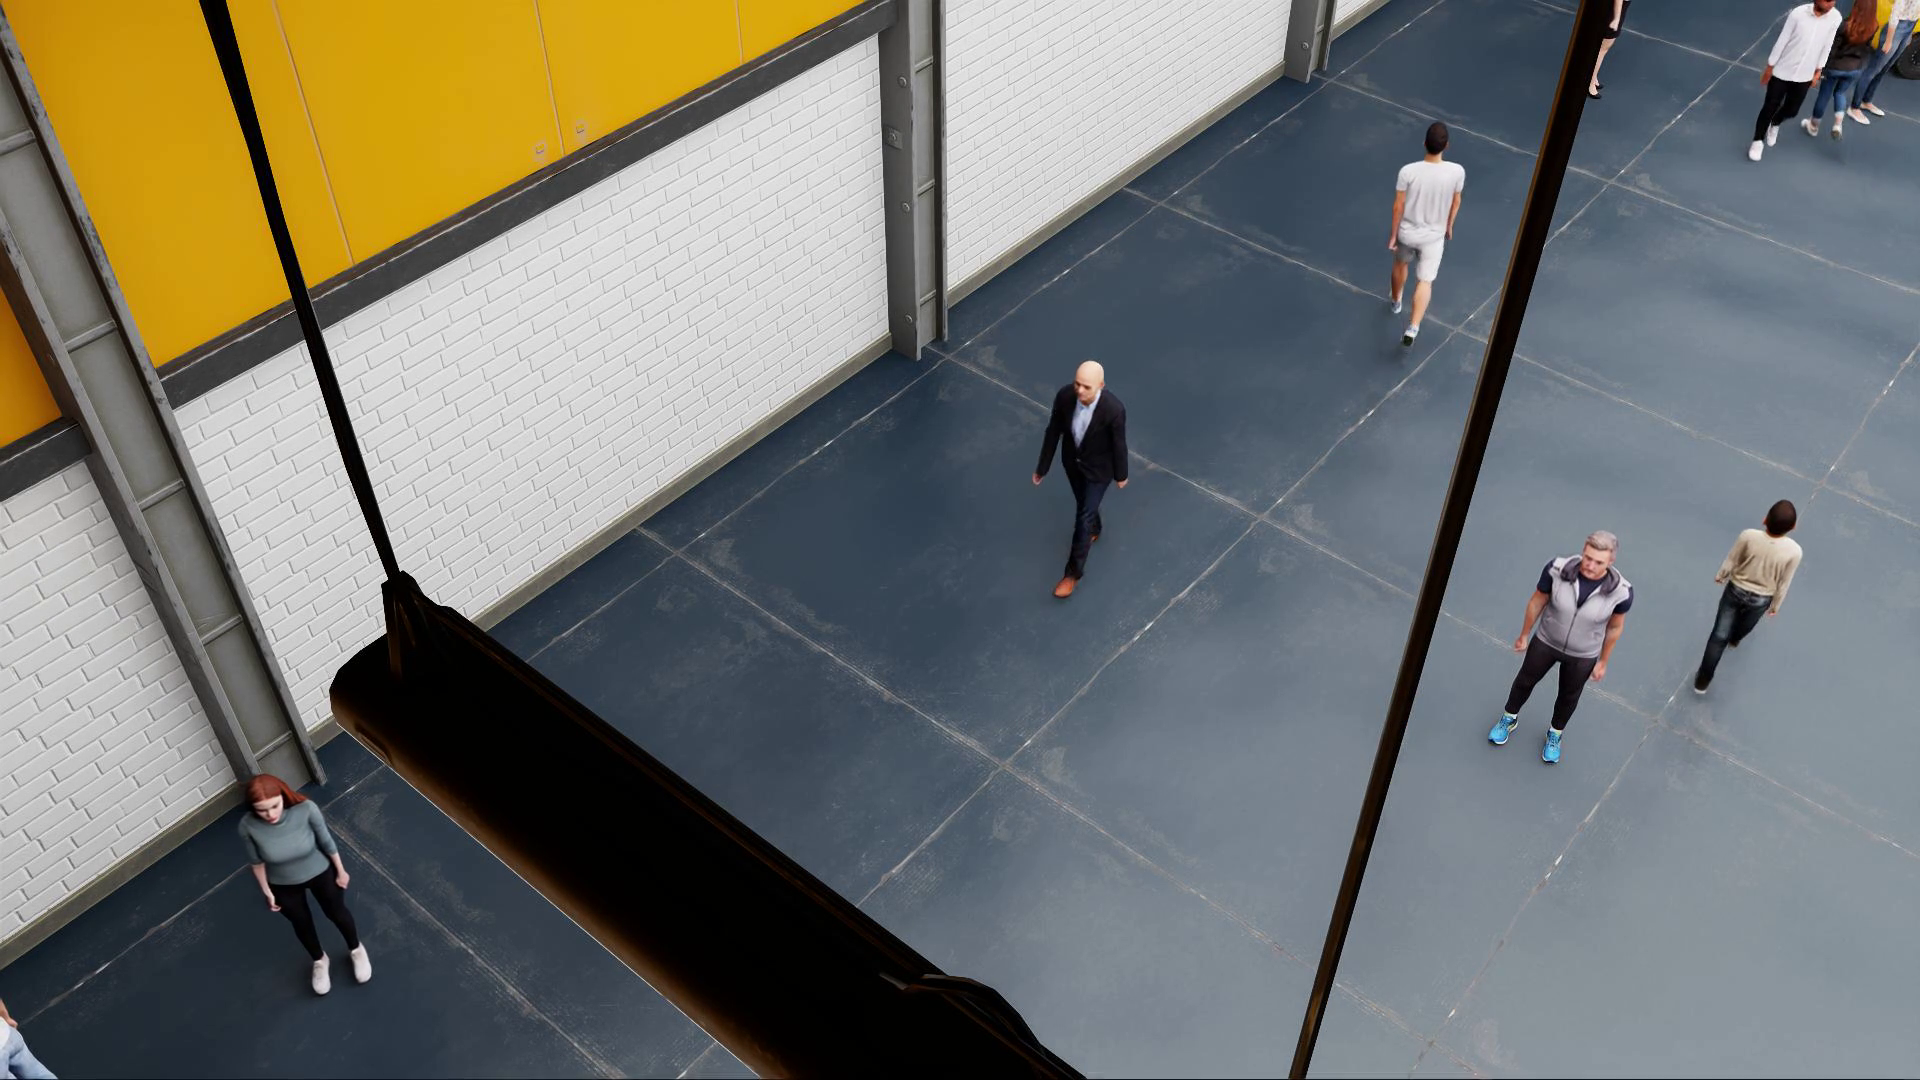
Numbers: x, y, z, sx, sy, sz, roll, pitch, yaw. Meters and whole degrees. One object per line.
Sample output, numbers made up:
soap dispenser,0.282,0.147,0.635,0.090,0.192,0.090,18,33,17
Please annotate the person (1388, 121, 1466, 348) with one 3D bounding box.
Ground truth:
person,3.652,-2.385,13.155,1.047,1.826,1.282,8,44,9

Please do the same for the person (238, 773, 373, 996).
person,-3.486,1.797,8.828,0.635,1.739,0.728,-12,45,-12

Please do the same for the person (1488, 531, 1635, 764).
person,3.647,0.619,10.001,0.745,1.826,0.648,19,47,19

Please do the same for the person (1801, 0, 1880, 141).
person,8.273,-4.391,15.517,0.777,1.472,0.849,0,44,0

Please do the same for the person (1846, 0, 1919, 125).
person,8.892,-4.829,15.792,0.522,1.728,0.683,-27,50,-25

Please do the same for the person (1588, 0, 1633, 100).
person,6.356,-5.113,16.147,0.666,1.649,0.528,18,46,18

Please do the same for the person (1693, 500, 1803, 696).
person,4.965,0.394,10.528,0.713,1.426,1.058,19,47,19

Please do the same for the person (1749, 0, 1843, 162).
person,7.649,-4.369,15.259,0.810,1.797,0.854,12,45,13

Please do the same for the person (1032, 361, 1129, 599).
person,0.904,-0.548,11.268,0.742,1.769,1.059,27,50,26
